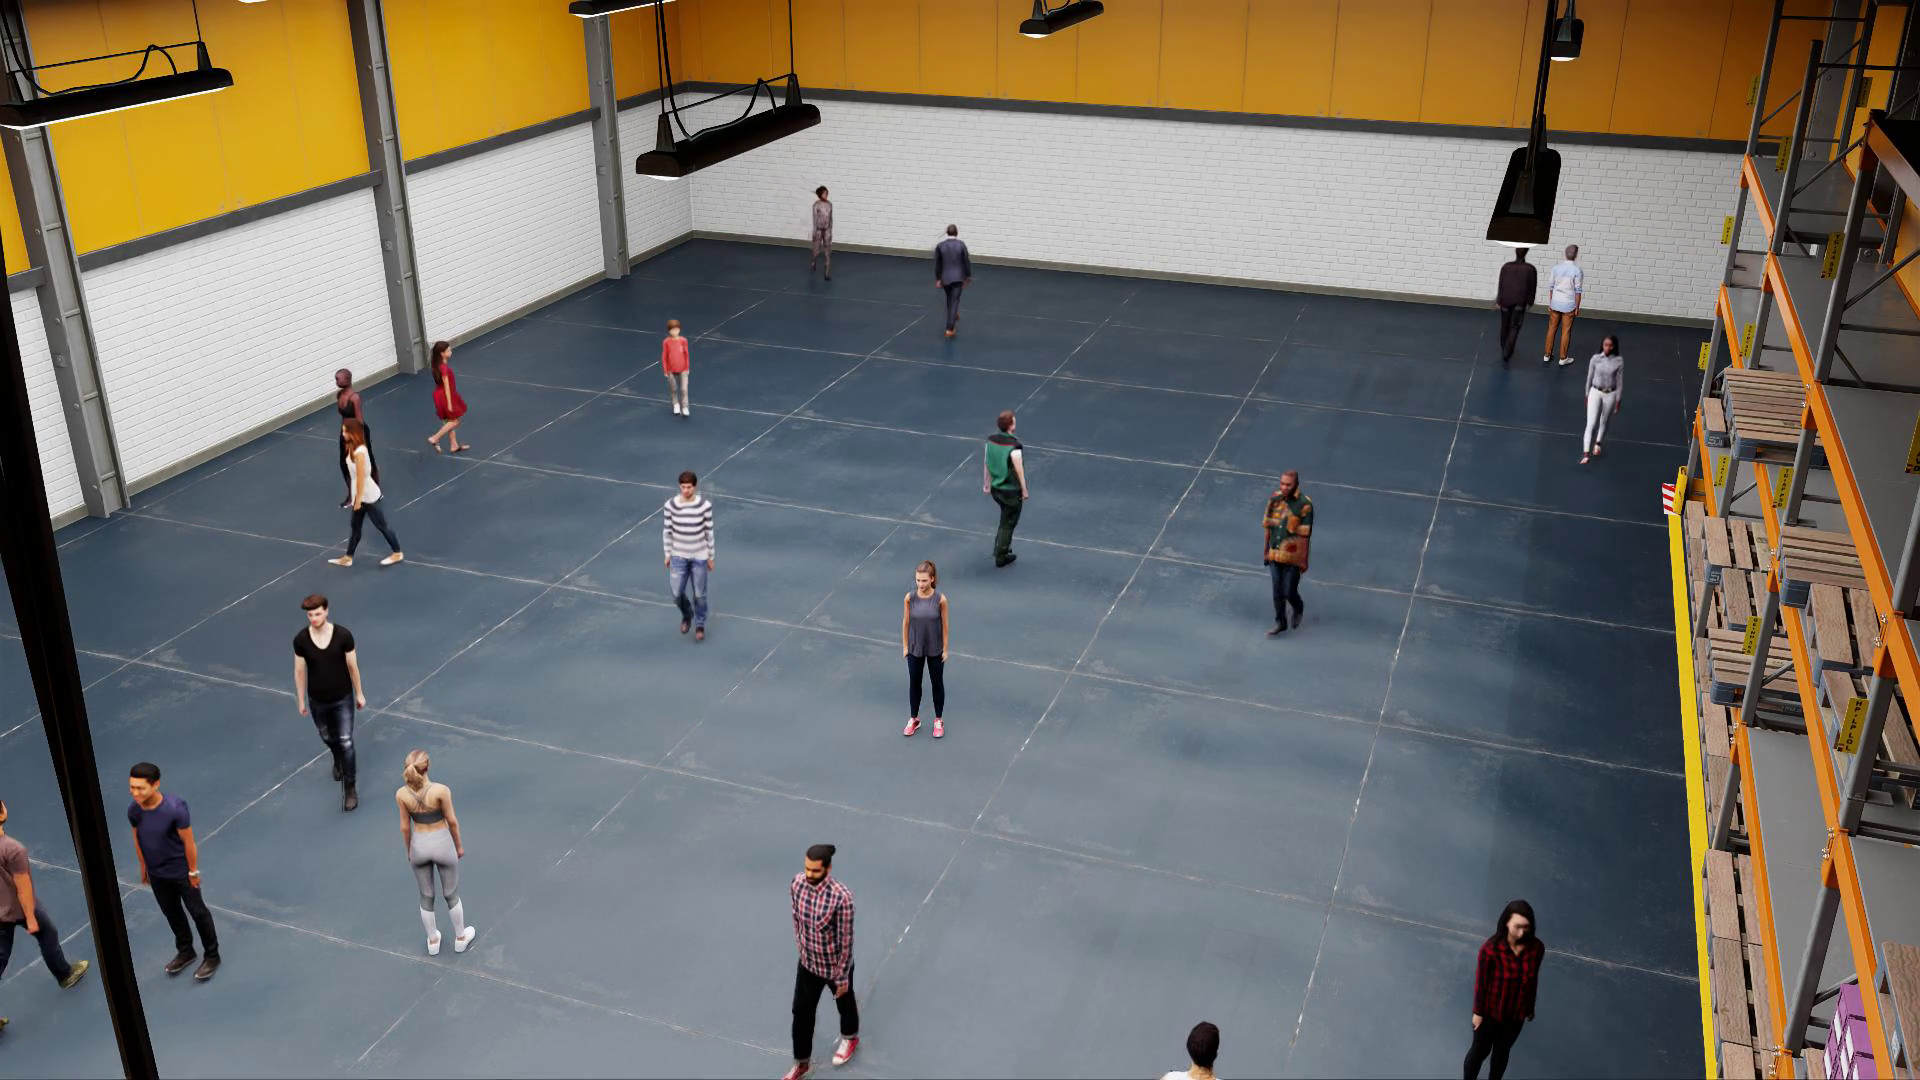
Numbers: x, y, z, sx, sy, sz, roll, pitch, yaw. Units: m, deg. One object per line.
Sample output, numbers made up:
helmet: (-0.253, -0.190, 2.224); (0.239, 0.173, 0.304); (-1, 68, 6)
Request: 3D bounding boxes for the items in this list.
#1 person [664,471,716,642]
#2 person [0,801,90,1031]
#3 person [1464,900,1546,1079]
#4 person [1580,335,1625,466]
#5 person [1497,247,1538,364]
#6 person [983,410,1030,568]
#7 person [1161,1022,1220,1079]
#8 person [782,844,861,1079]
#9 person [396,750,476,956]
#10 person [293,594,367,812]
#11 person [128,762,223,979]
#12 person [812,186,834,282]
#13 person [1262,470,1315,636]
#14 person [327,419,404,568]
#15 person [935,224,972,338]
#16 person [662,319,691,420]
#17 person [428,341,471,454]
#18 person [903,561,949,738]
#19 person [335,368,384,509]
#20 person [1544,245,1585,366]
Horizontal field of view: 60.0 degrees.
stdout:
person: (-2.741, 0.125, 16.952); (0.790, 1.839, 0.817); (-1, 24, -3)
person: (-6.605, 2.597, 11.431); (0.718, 1.732, 1.175); (6, 24, 13)
person: (3.456, 2.984, 10.643); (0.667, 1.654, 0.677); (-4, 24, -10)
person: (8.381, -1.841, 21.654); (0.640, 1.675, 1.149); (10, 25, 21)
person: (8.498, -3.606, 25.536); (0.839, 1.800, 1.215); (13, 27, 27)
person: (0.472, -0.551, 18.507); (0.825, 1.832, 0.785); (-18, 29, -35)
person: (1.279, 3.545, 9.239); (0.733, 1.751, 1.041); (13, 27, 27)
person: (-0.845, 2.750, 11.079); (0.779, 1.733, 0.987); (11, 26, 23)
person: (-3.865, 2.280, 12.190); (0.650, 1.704, 0.678); (-3, 24, -6)
person: (-5.370, 1.298, 14.210); (1.019, 1.887, 1.198); (-3, 24, -8)
person: (-5.643, 2.341, 11.948); (0.661, 1.788, 0.600); (4, 24, 10)
person: (-2.526, -5.569, 30.155); (0.939, 1.698, 1.000); (-11, 26, -23)
person: (3.397, 0.113, 17.032); (0.838, 1.796, 0.891); (21, 31, 39)
person: (-6.515, -0.518, 18.531); (1.109, 1.752, 0.969); (-15, 28, -31)
person: (-0.126, -4.141, 26.792); (0.694, 1.774, 1.182); (7, 25, 16)
person: (-3.984, -2.412, 23.322); (0.827, 1.386, 0.993); (-5, 24, -11)
person: (-6.810, -1.848, 21.831); (0.875, 1.546, 0.790); (-14, 27, -28)
person: (-0.304, 0.988, 15.121); (0.608, 1.724, 0.585); (4, 24, 8)
person: (-7.274, -1.281, 20.287); (0.734, 1.745, 0.894); (14, 27, 29)
person: (9.277, -3.623, 25.540); (0.745, 1.828, 0.767); (-21, 31, -39)
